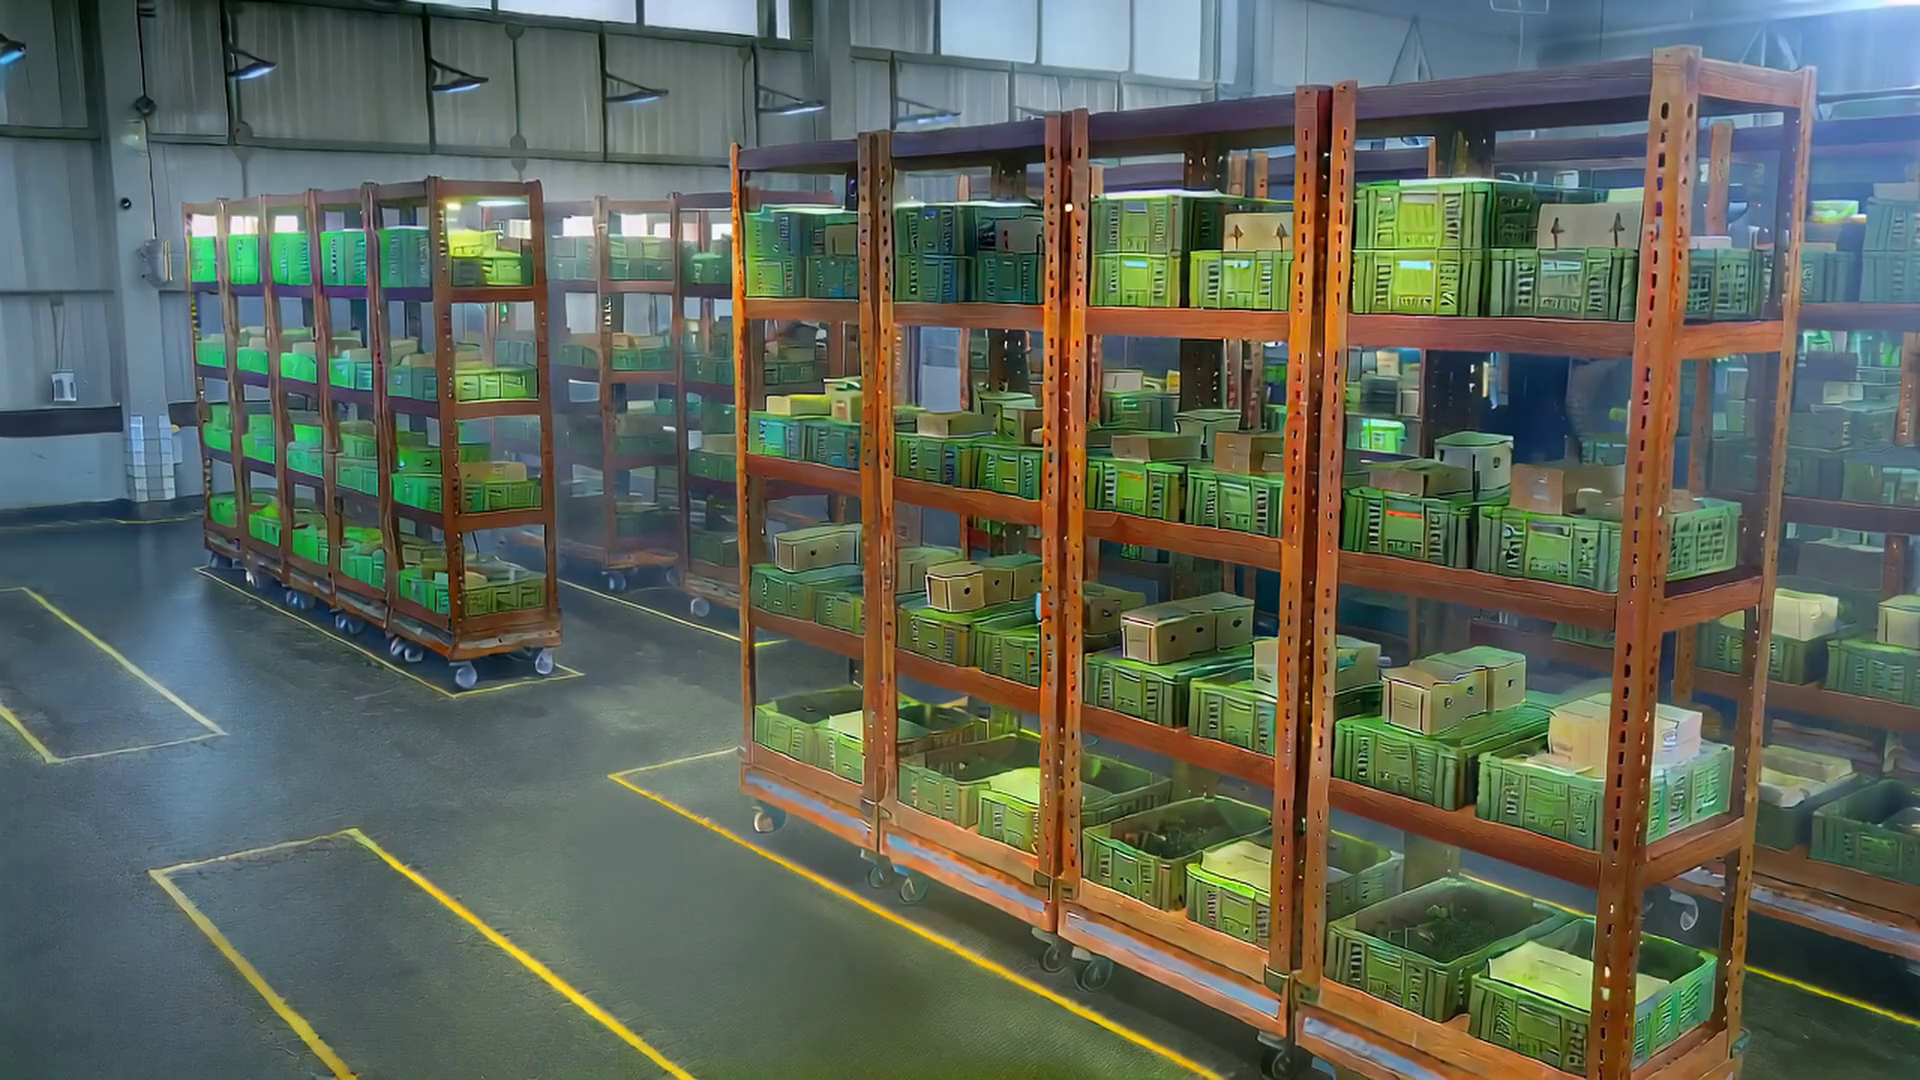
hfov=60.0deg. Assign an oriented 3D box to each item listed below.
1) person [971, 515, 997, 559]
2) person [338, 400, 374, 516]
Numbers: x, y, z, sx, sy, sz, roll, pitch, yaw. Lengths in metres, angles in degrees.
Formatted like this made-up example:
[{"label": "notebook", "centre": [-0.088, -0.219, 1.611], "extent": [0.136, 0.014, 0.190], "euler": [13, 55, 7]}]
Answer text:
[{"label": "person", "centre": [0.289, -0.037, 12.977], "extent": [0.588, 1.827, 0.404], "euler": [-3, 10, -17]}, {"label": "person", "centre": [-6.097, -0.699, 16.947], "extent": [0.389, 1.837, 0.560], "euler": [-5, 10, -26]}]
